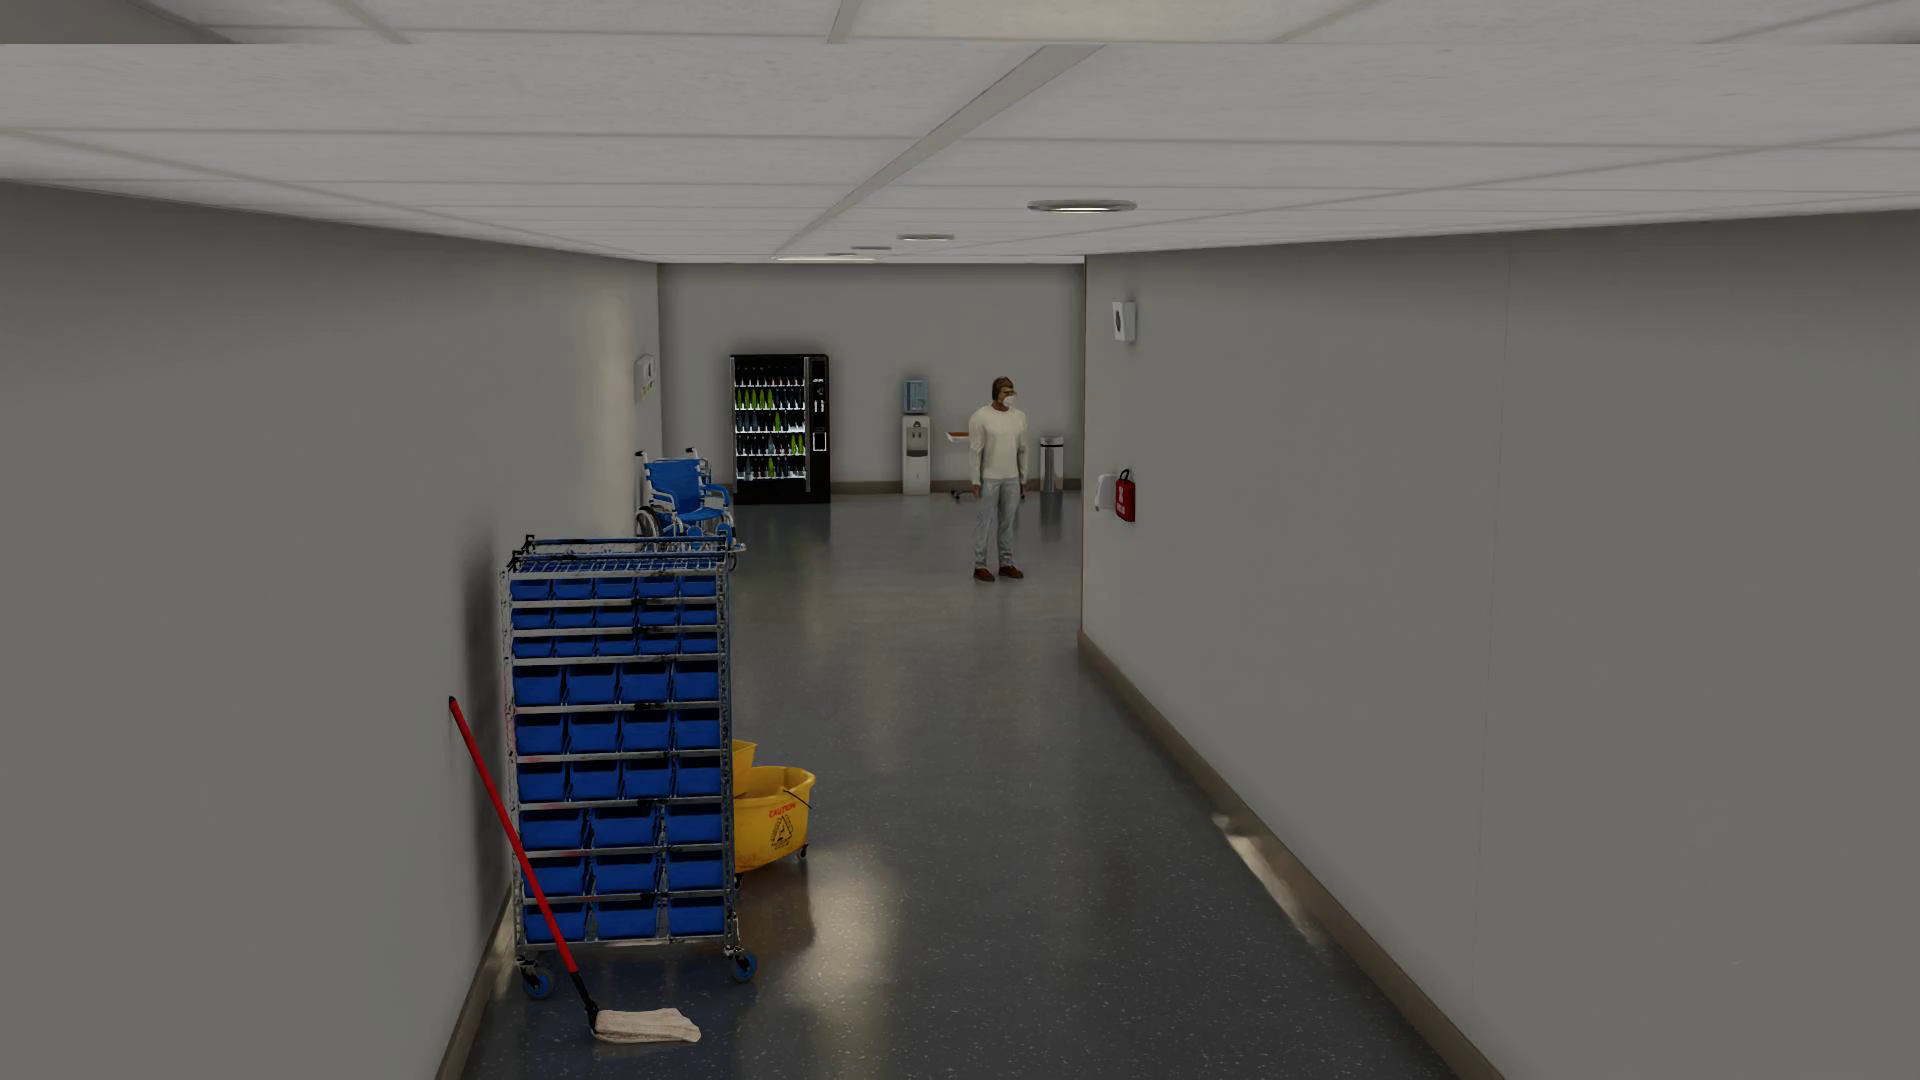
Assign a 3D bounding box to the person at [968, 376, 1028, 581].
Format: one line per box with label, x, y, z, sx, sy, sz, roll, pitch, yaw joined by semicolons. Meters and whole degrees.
person;0.364;-0.575;15.664;0.628;1.932;0.372;-5;11;-30
